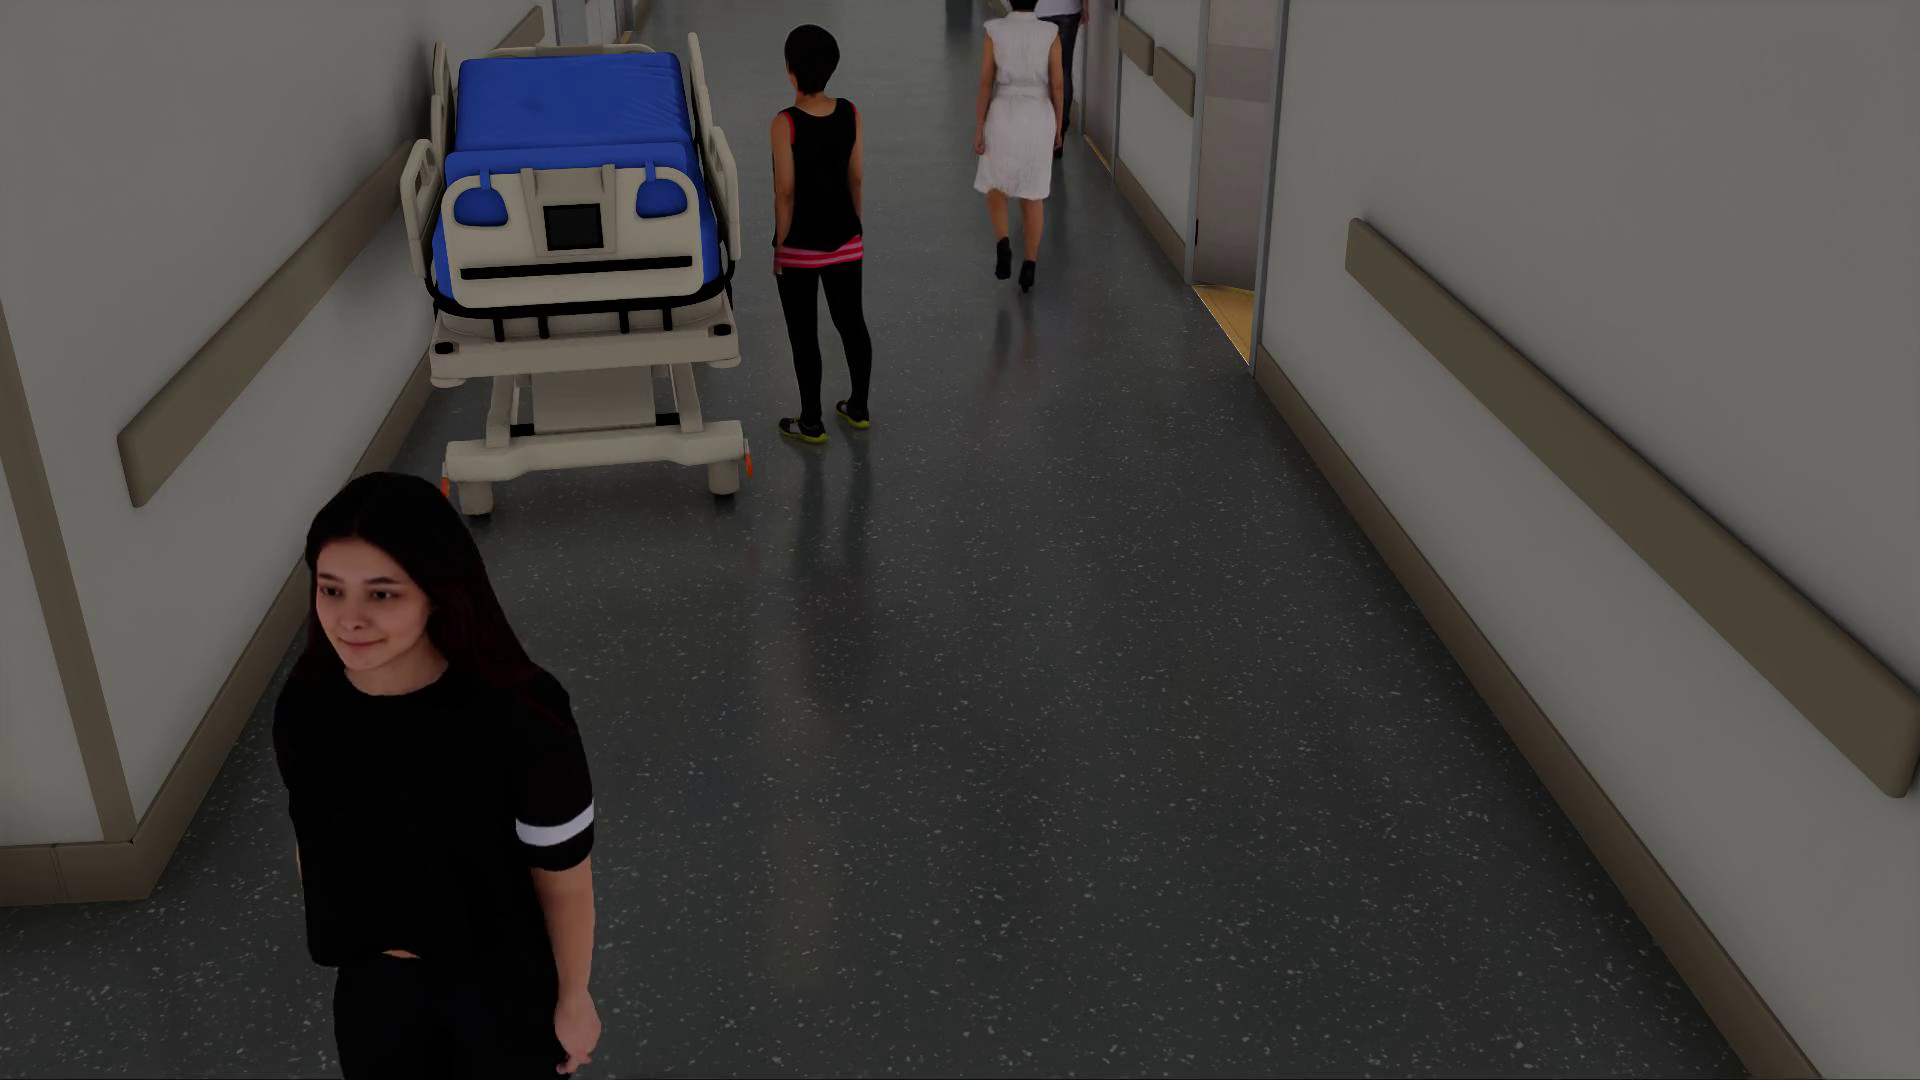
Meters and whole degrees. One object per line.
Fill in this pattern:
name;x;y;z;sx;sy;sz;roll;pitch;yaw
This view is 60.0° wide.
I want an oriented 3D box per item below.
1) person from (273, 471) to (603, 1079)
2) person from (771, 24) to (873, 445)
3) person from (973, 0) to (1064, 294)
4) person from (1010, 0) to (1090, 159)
person;-0.726;0.612;2.514;0.785;1.631;0.746;2;26;5
person;-0.526;-1.132;6.223;0.589;1.552;0.682;-18;31;-32
person;0.282;-1.911;7.856;0.592;1.536;0.648;0;26;1
person;0.576;-3.306;10.421;0.626;1.821;0.750;-4;26;-8
